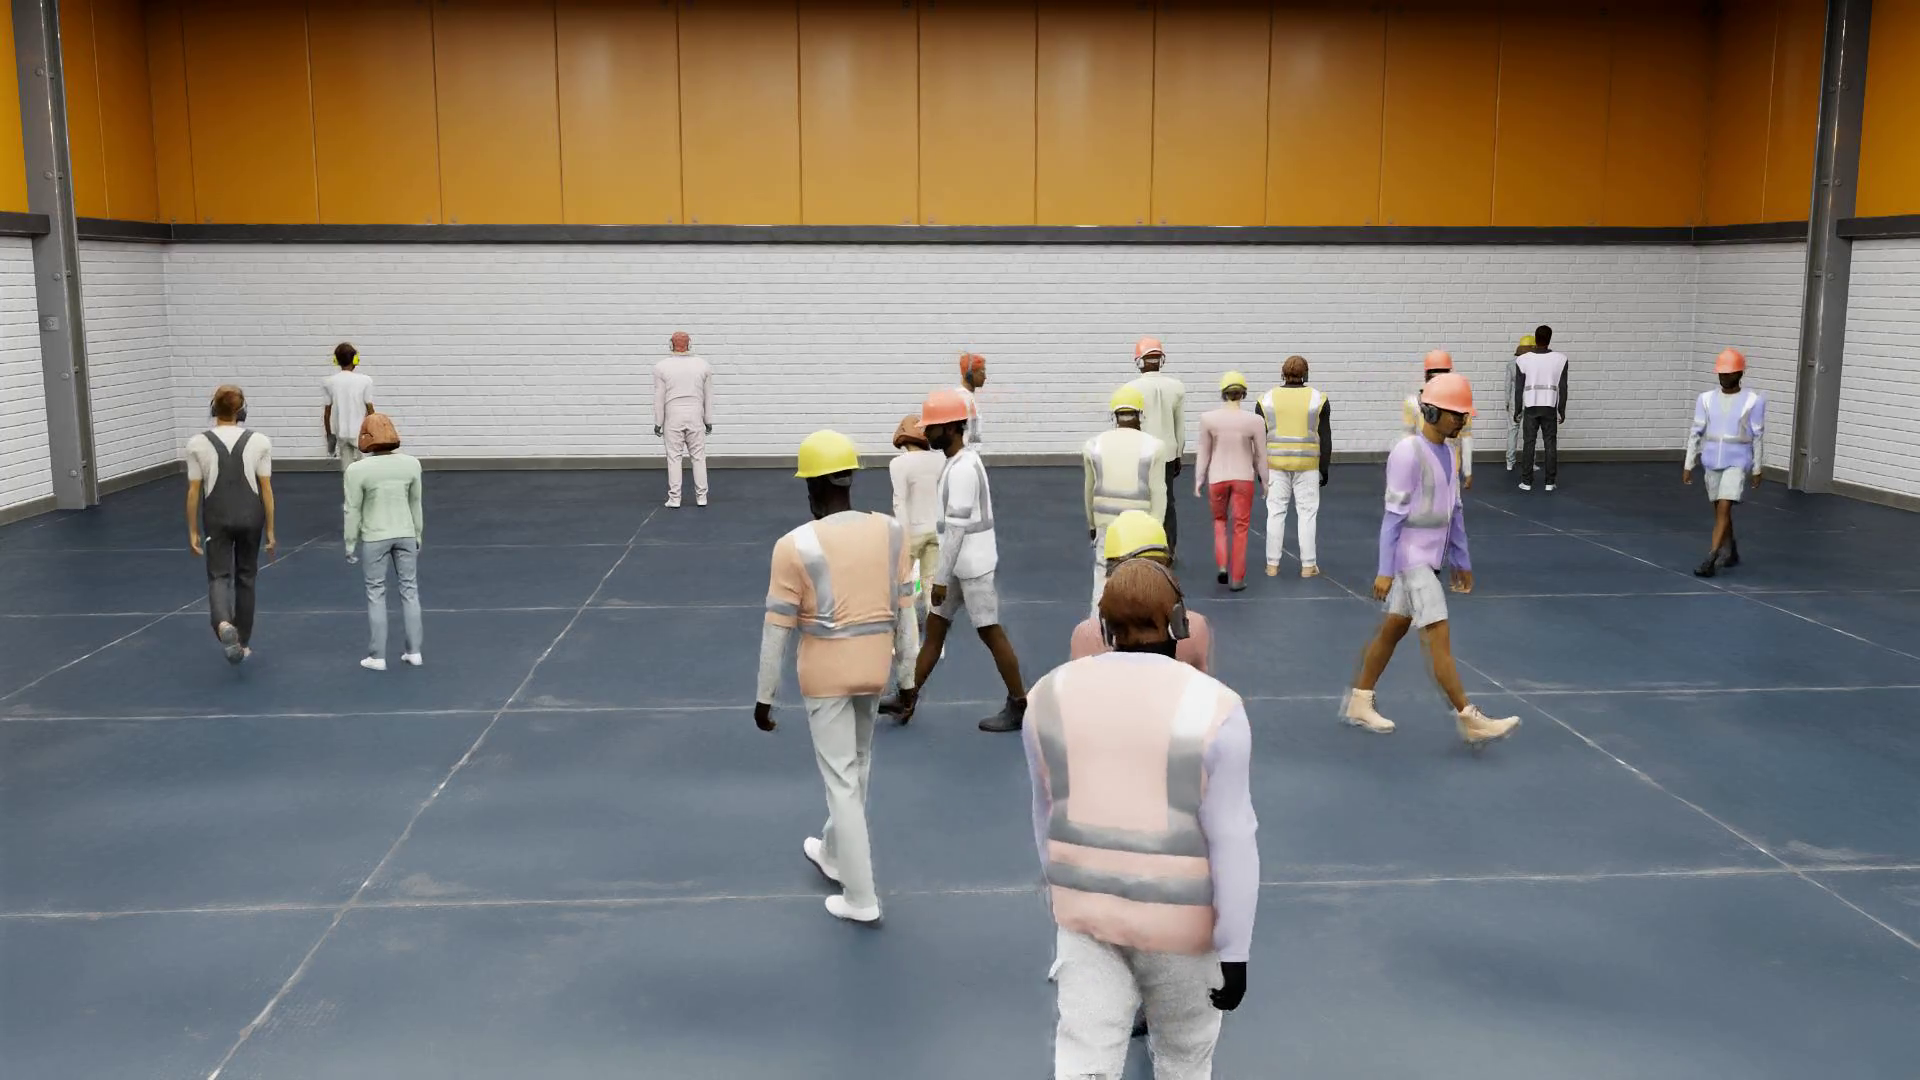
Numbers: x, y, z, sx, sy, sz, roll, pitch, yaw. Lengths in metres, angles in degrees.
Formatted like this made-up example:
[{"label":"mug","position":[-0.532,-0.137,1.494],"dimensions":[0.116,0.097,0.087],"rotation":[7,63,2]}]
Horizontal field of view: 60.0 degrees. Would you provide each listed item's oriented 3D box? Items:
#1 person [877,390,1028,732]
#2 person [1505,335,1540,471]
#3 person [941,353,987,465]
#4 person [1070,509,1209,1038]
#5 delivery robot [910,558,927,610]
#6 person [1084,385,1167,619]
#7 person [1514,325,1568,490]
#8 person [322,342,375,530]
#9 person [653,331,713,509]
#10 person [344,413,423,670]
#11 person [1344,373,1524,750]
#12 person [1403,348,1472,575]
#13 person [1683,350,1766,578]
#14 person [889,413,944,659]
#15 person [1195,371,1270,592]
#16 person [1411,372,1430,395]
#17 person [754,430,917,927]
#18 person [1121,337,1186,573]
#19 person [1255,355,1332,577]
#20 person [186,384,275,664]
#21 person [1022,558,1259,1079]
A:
[{"label":"person","position":[-0.060,0.128,9.054],"dimensions":[1.002,1.874,0.551],"rotation":[-1,9,-4]},{"label":"person","position":[7.227,-1.755,21.319],"dimensions":[0.487,1.741,0.313],"rotation":[8,12,39]},{"label":"person","position":[-0.021,-0.655,14.093],"dimensions":[0.513,1.857,0.645],"rotation":[0,9,3]},{"label":"person","position":[0.590,0.777,5.398],"dimensions":[0.545,1.748,0.453],"rotation":[-4,10,-25]},{"label":"delivery robot","position":[-0.391,0.296,11.859],"dimensions":[0.477,0.478,0.707],"rotation":[-8,12,-40]},{"label":"person","position":[1.094,-0.127,11.004],"dimensions":[0.587,1.787,0.951],"rotation":[4,10,21]},{"label":"person","position":[6.751,-1.531,19.353],"dimensions":[0.587,1.920,0.392],"rotation":[2,9,15]},{"label":"person","position":[-5.919,-0.996,16.184],"dimensions":[0.545,1.857,0.526],"rotation":[0,9,2]},{"label":"person","position":[-2.983,-1.292,17.897],"dimensions":[0.652,1.904,0.402],"rotation":[-4,10,-23]},{"label":"person","position":[-3.653,0.013,10.570],"dimensions":[0.506,1.633,0.289],"rotation":[-8,12,-40]},{"label":"person","position":[2.537,0.112,8.841],"dimensions":[1.069,1.977,0.629],"rotation":[7,11,38]},{"label":"person","position":[3.852,-0.598,13.523],"dimensions":[0.558,1.915,0.746],"rotation":[6,11,33]},{"label":"person","position":[6.427,-0.655,13.983],"dimensions":[1.015,1.885,0.564],"rotation":[-9,13,-44]},{"label":"person","position":[-0.250,-0.020,10.846],"dimensions":[0.517,1.598,0.470],"rotation":[-9,12,-43]},{"label":"person","position":[2.162,-0.464,13.194],"dimensions":[0.587,1.739,0.416],"rotation":[3,10,19]},{"label":"person","position":[4.780,-0.971,16.843],"dimensions":[0.551,1.592,0.860],"rotation":[1,9,9]},{"label":"person","position":[-0.540,0.518,6.525],"dimensions":[0.615,1.899,0.779],"rotation":[-7,11,-37]},{"label":"person","position":[1.587,-0.697,13.908],"dimensions":[0.610,1.986,0.392],"rotation":[-3,10,-20]},{"label":"person","position":[2.760,-0.606,13.791],"dimensions":[0.627,1.844,0.429],"rotation":[3,9,16]},{"label":"person","position":[-4.622,-0.080,10.589],"dimensions":[0.519,1.819,0.722],"rotation":[-5,10,-27]},{"label":"person","position":[0.450,0.951,4.199],"dimensions":[0.643,1.795,0.904],"rotation":[4,10,25]}]
